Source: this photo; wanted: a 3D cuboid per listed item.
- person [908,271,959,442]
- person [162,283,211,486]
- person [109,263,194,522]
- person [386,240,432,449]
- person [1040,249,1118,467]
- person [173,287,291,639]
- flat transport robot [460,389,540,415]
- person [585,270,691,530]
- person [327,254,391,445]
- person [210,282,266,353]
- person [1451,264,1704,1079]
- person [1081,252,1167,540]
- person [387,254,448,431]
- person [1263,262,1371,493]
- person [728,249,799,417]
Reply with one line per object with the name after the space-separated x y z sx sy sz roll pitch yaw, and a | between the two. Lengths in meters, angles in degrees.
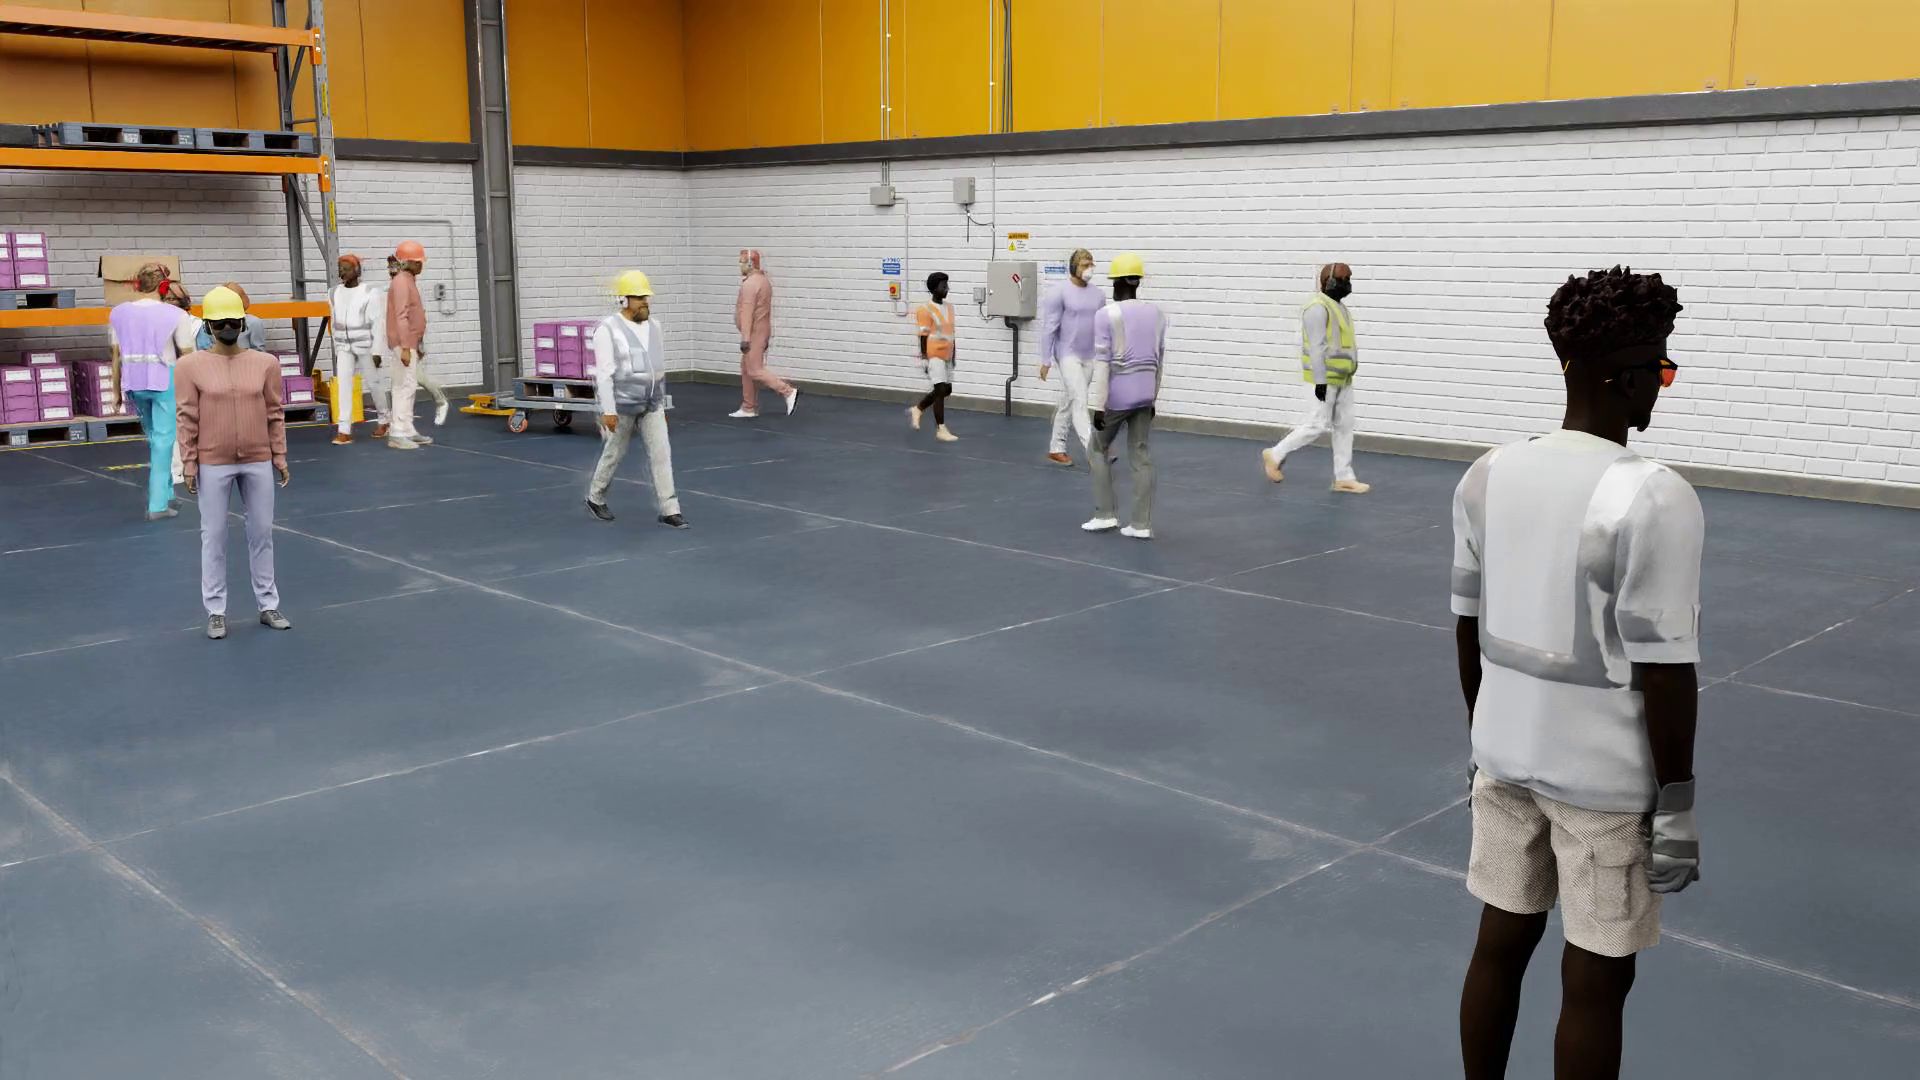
-0.272 -1.822 16.482 0.650 1.678 0.538 8 13 36 | person
-6.254 -1.236 13.375 0.514 1.641 0.309 1 10 3 | person
-5.712 -1.070 11.957 0.614 1.816 0.726 1 10 6 | person
-5.269 -1.865 15.907 0.466 1.984 0.694 -3 11 -14 | person
1.090 -1.537 14.302 0.658 1.894 0.992 -9 14 -40 | person
-3.668 -0.390 8.424 0.527 1.768 0.314 -8 13 -37 | person
-4.957 -1.596 19.074 0.652 0.197 1.431 7 12 33 | flat transport robot
-2.303 -0.977 11.573 0.922 1.794 0.610 9 14 40 | person
-5.916 -1.883 16.375 0.585 1.843 0.977 2 11 8 | person
-6.086 -1.351 14.021 0.499 1.634 0.288 2 11 10 | person
1.236 0.441 3.338 0.367 1.966 0.604 -5 11 -24 | person
1.070 -0.962 11.155 0.608 1.902 0.660 -6 12 -31 | person
-5.740 -2.073 17.425 0.530 1.839 0.827 4 11 22 | person
2.850 -1.281 13.138 0.775 1.820 0.629 8 13 36 | person
-2.186 -2.259 18.333 0.776 1.881 0.641 1 10 7 | person
